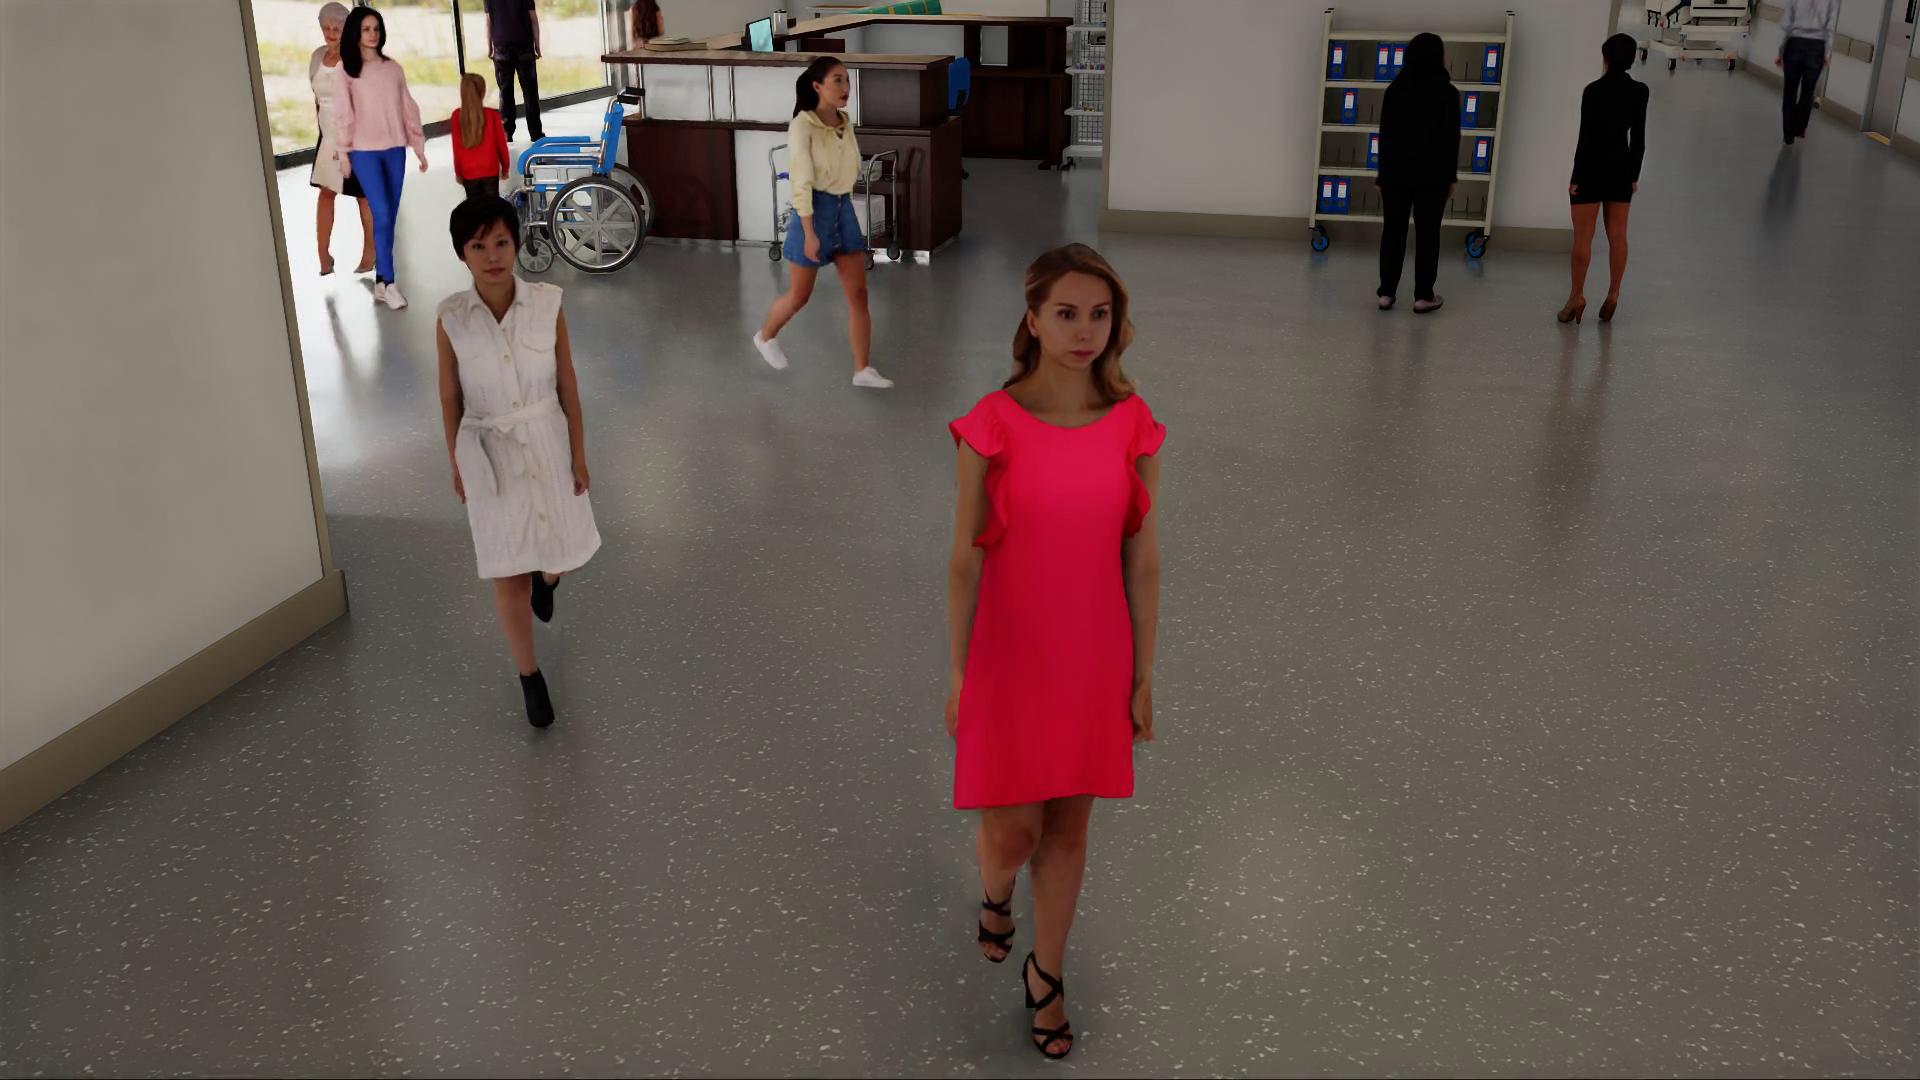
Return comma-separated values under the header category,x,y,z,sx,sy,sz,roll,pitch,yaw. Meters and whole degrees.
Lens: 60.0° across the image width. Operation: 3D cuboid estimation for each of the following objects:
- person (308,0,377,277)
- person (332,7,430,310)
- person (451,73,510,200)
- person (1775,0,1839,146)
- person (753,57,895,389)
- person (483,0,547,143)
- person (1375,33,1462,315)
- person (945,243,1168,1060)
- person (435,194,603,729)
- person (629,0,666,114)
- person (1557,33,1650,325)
category,x,y,z,sx,sy,sz,roll,pitch,yaw
person,-3.914,-2.571,10.787,0.768,1.722,0.733,8,22,19
person,-3.548,-2.294,10.021,0.940,1.746,0.852,17,27,38
person,-3.208,-2.446,11.093,0.595,1.272,0.652,-2,21,-4
person,8.634,-4.974,17.010,0.659,1.808,0.784,9,23,22
person,-0.740,-1.542,8.245,1.206,1.597,0.956,17,27,38
person,-4.630,-5.087,17.254,0.691,1.846,0.853,-3,21,-9
person,2.709,-2.173,9.891,0.663,1.612,0.782,13,24,30
person,0.155,0.233,3.389,0.769,1.718,0.805,-4,21,-11
person,-1.301,-0.248,4.915,0.941,1.536,0.933,-7,22,-17
person,-3.556,-5.534,18.853,0.841,1.549,0.749,0,21,1
person,3.699,-2.061,9.557,0.642,1.639,0.711,-2,21,-4
